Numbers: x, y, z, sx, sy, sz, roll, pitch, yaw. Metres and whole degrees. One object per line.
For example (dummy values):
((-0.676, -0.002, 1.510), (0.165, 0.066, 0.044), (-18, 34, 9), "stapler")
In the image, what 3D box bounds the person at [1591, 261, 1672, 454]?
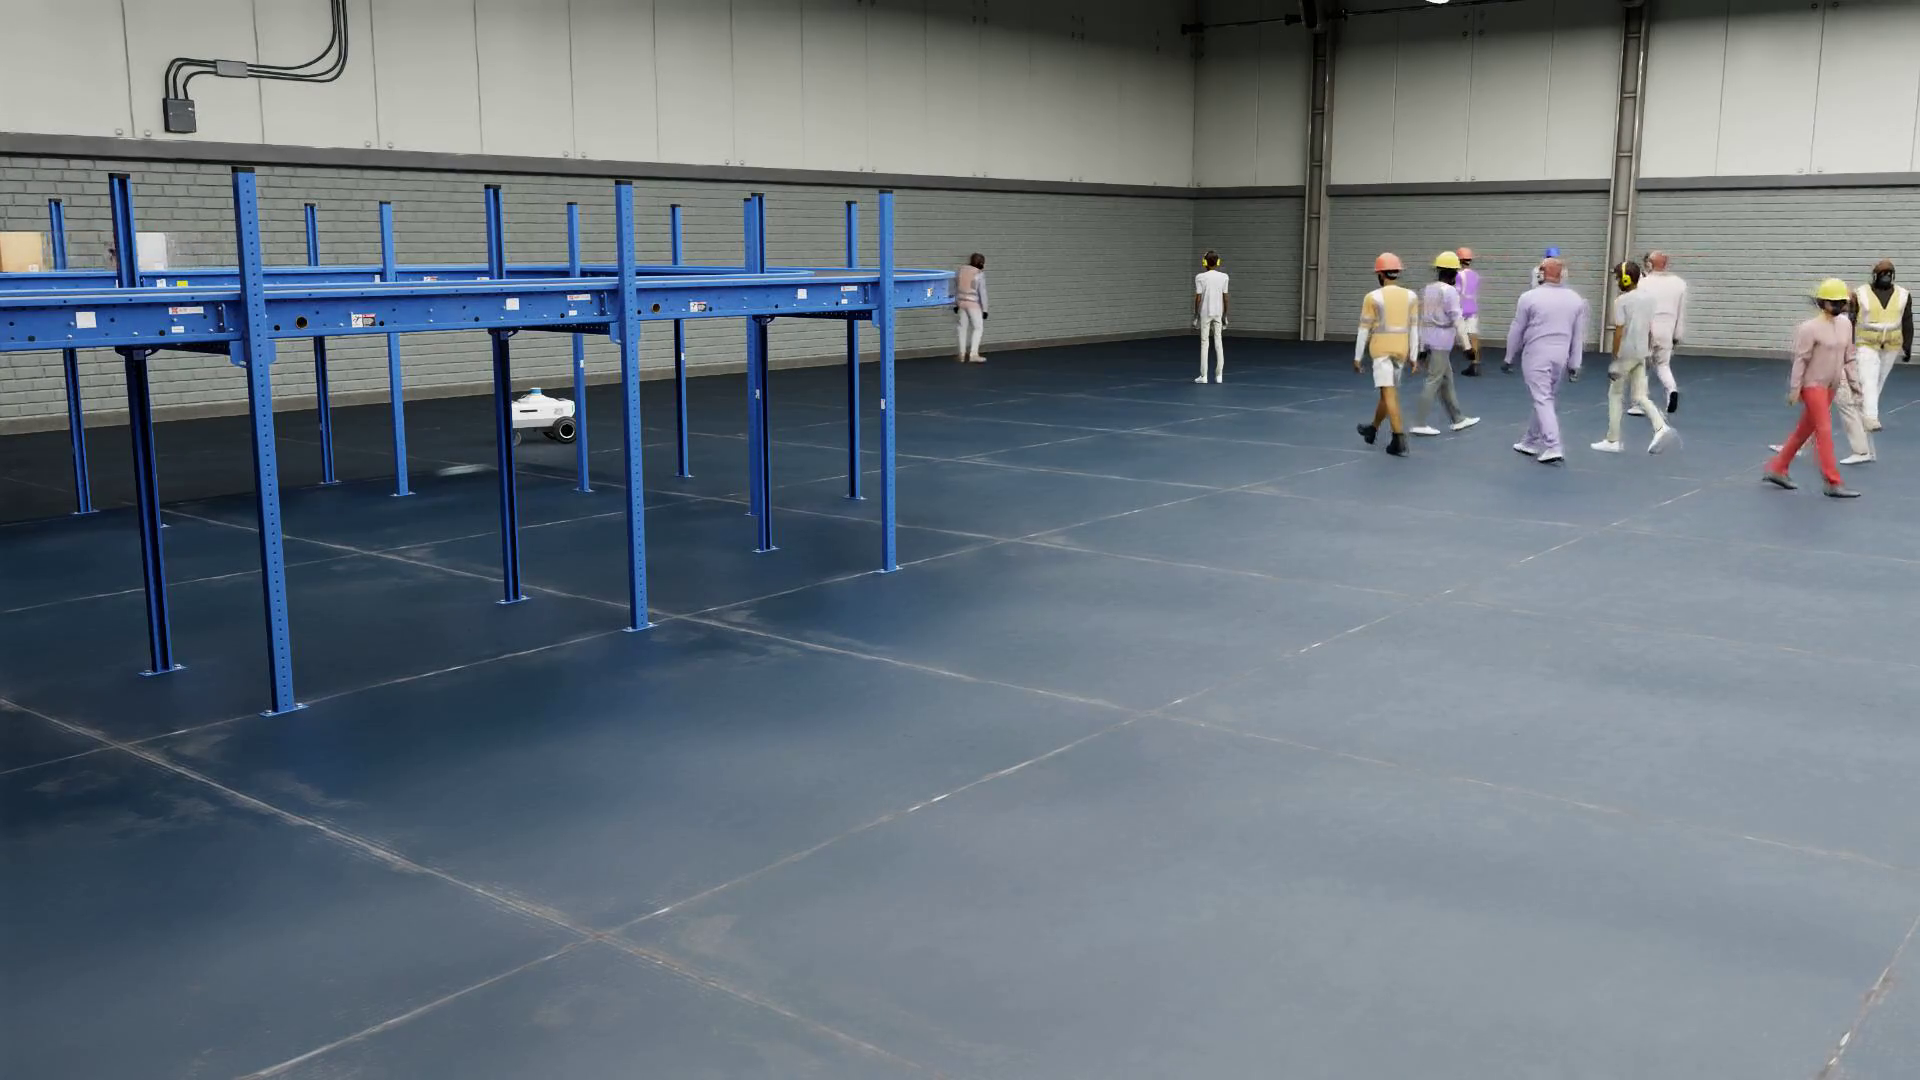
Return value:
((6.411, -1.723, 15.767), (0.539, 1.835, 0.820), (-5, 11, -25), "person")

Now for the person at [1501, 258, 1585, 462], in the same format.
((5.380, -1.660, 15.330), (0.639, 1.860, 0.977), (-3, 11, -16), "person")

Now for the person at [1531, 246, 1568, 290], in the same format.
((9.703, -3.873, 27.408), (0.610, 1.916, 0.818), (2, 10, 9), "person")

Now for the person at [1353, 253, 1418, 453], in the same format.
((4.078, -1.804, 16.013), (0.561, 1.879, 1.036), (-3, 11, -15), "person")

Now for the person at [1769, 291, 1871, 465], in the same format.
((7.884, -1.490, 15.077), (0.867, 1.596, 0.533), (6, 12, 30), "person")

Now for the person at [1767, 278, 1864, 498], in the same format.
((6.885, -1.227, 13.296), (0.520, 1.719, 0.898), (-5, 12, -28), "person")

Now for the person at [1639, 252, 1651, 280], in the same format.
((10.544, -3.494, 25.538), (0.545, 1.827, 0.412), (-6, 12, -30), "person")

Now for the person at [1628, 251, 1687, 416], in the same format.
((7.964, -2.353, 19.036), (0.659, 1.892, 0.619), (-1, 10, -7), "person")

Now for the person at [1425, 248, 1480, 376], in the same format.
((7.502, -3.434, 25.047), (0.566, 1.884, 0.985), (-6, 12, -31), "person")

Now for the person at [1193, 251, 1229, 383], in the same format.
((3.557, -3.160, 23.602), (0.508, 1.864, 0.329), (-2, 10, -10), "person")

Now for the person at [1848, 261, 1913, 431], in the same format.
((9.928, -2.108, 17.977), (0.639, 1.797, 0.945), (2, 10, 12), "person")

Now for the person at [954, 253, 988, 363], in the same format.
((0.169, -3.855, 27.661), (0.701, 1.807, 0.431), (8, 13, 39), "person")

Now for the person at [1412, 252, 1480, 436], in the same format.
((5.111, -2.037, 17.314), (0.847, 1.890, 0.599), (-1, 10, -8), "person")

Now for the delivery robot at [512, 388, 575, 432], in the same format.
((-4.254, -1.287, 16.705), (0.707, 0.478, 0.477), (-6, 12, -28), "delivery robot")
